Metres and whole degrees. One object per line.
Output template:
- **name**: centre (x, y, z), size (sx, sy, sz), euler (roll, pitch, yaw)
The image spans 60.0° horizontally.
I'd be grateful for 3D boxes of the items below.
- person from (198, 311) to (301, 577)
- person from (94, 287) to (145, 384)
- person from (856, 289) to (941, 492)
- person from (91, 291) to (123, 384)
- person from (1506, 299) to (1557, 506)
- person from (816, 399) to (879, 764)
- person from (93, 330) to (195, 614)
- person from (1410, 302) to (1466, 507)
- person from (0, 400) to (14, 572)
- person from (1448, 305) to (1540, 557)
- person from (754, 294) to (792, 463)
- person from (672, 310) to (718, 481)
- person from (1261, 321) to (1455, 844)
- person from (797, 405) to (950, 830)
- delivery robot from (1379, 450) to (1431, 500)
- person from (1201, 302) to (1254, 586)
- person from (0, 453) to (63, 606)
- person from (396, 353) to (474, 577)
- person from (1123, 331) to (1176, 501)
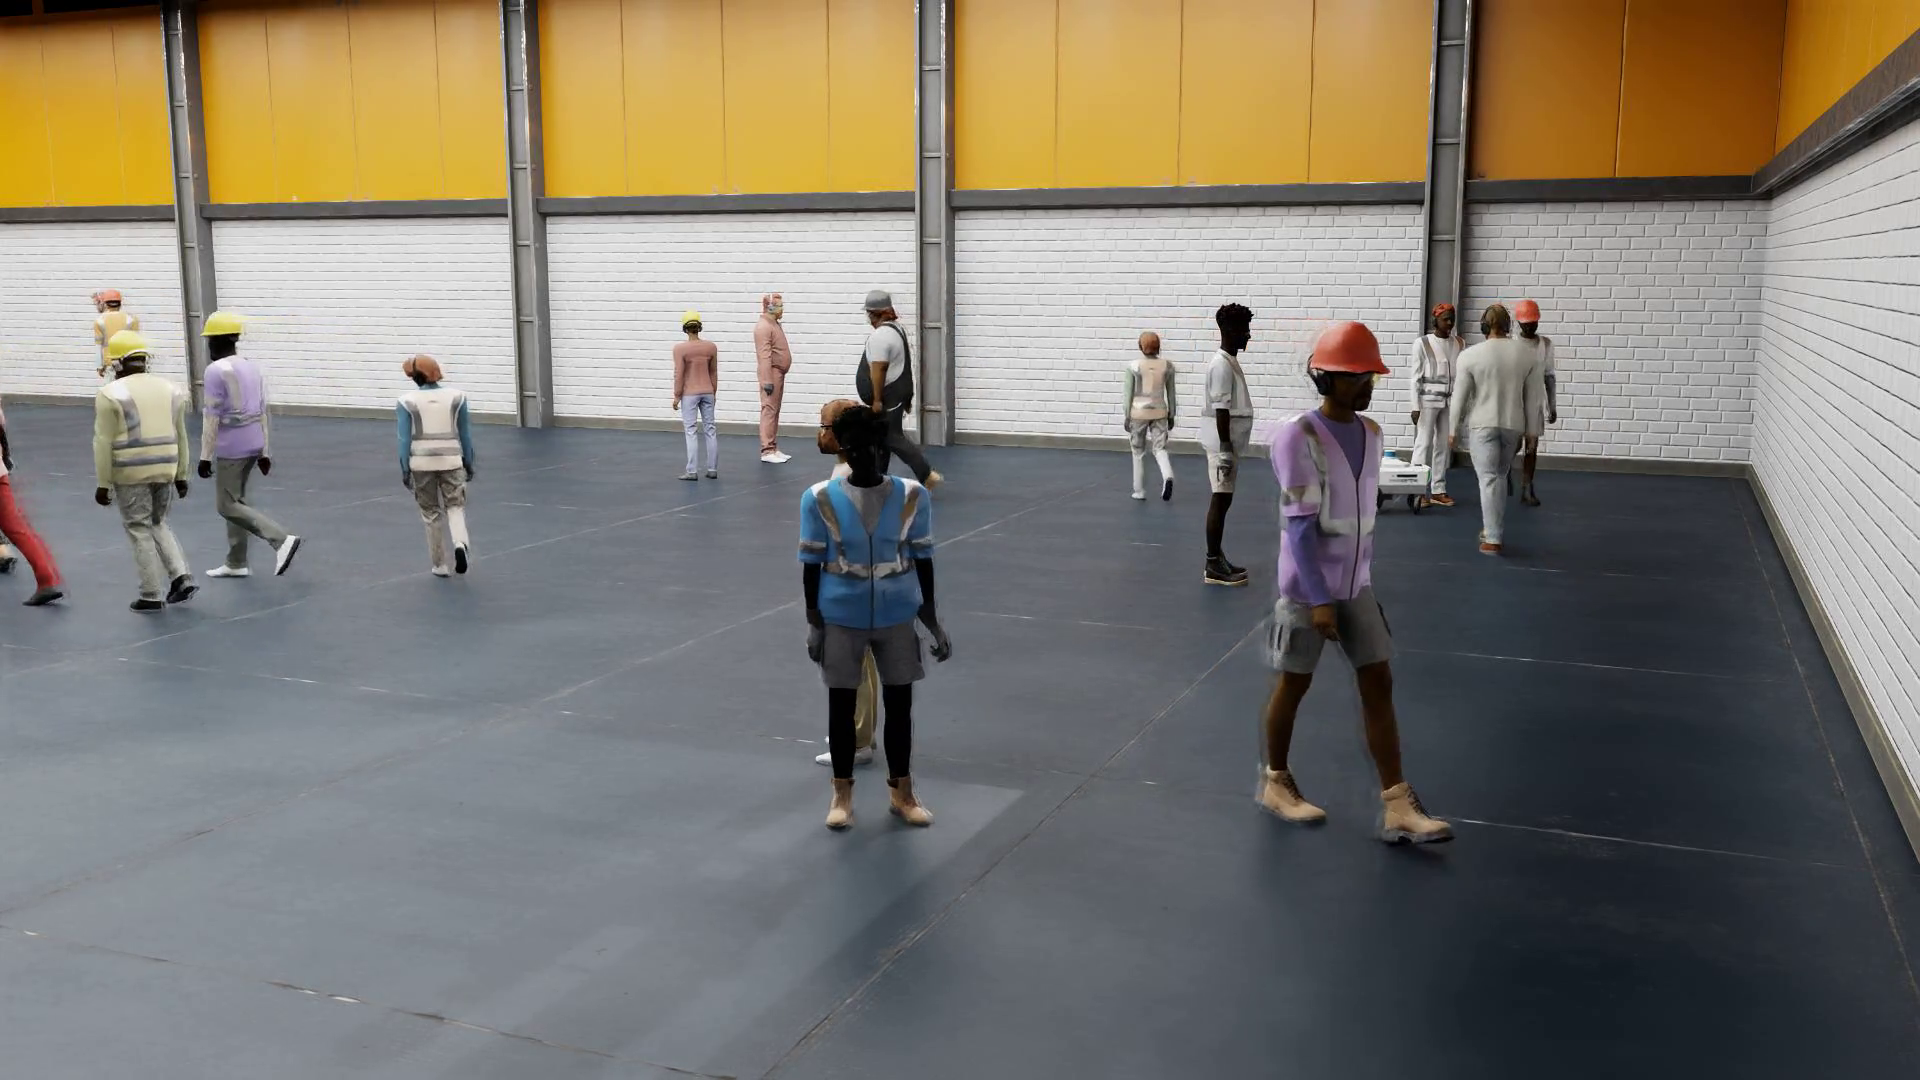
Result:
- **person**: centre (-5.028, -0.652, 11.694), size (0.686, 1.906, 0.591), euler (1, 9, 5)
- **person**: centre (-11.168, -2.385, 22.122), size (0.566, 1.935, 0.431), euler (-4, 10, -21)
- **person**: centre (-0.597, -1.426, 15.984), size (0.852, 2.000, 0.686), euler (2, 9, 9)
- **person**: centre (-11.769, -2.507, 23.061), size (0.730, 1.864, 0.724), euler (-1, 9, -7)
- **person**: centre (5.246, -1.275, 15.452), size (0.622, 1.917, 0.545), euler (-1, 9, -6)
- **person**: centre (-0.504, 0.184, 7.456), size (0.279, 1.633, 0.506), euler (1, 9, 5)
- **person**: centre (-5.223, -0.421, 10.602), size (0.427, 1.815, 0.590), euler (4, 10, 24)
- **person**: centre (4.403, -1.241, 15.335), size (0.583, 1.882, 0.337), euler (-4, 10, -22)
- **person**: centre (-7.155, -0.588, 12.112), size (0.875, 1.655, 0.554), euler (4, 10, 24)
- **person**: centre (4.104, -0.860, 12.925), size (0.651, 1.909, 0.840), euler (-1, 9, -3)
- **person**: centre (-2.108, -1.830, 18.840), size (0.409, 1.905, 0.651), euler (0, 9, 3)
- **person**: centre (-2.744, -1.491, 17.226), size (0.523, 1.763, 0.329), euler (-8, 12, -39)
- **person**: centre (1.519, 0.188, 6.341), size (0.618, 2.002, 0.957), euler (-6, 11, -33)
- **person**: centre (-0.333, 0.318, 6.545), size (0.602, 1.693, 0.312), euler (-2, 10, -10)
- **delivery robot**: centre (3.872, -0.571, 15.010), size (0.707, 0.478, 0.477), euler (0, 9, 0)
- **person**: centre (1.869, -0.674, 11.649), size (0.361, 1.964, 0.613), euler (2, 10, 10)
- **person**: centre (-6.312, -0.400, 10.727), size (0.918, 1.725, 0.543), euler (0, 9, -2)
- **person**: centre (-3.673, -0.509, 11.704), size (0.531, 1.608, 0.519), euler (-5, 11, -27)
- **person**: centre (1.794, -1.145, 15.572), size (0.520, 1.616, 0.645), euler (-2, 10, -11)
